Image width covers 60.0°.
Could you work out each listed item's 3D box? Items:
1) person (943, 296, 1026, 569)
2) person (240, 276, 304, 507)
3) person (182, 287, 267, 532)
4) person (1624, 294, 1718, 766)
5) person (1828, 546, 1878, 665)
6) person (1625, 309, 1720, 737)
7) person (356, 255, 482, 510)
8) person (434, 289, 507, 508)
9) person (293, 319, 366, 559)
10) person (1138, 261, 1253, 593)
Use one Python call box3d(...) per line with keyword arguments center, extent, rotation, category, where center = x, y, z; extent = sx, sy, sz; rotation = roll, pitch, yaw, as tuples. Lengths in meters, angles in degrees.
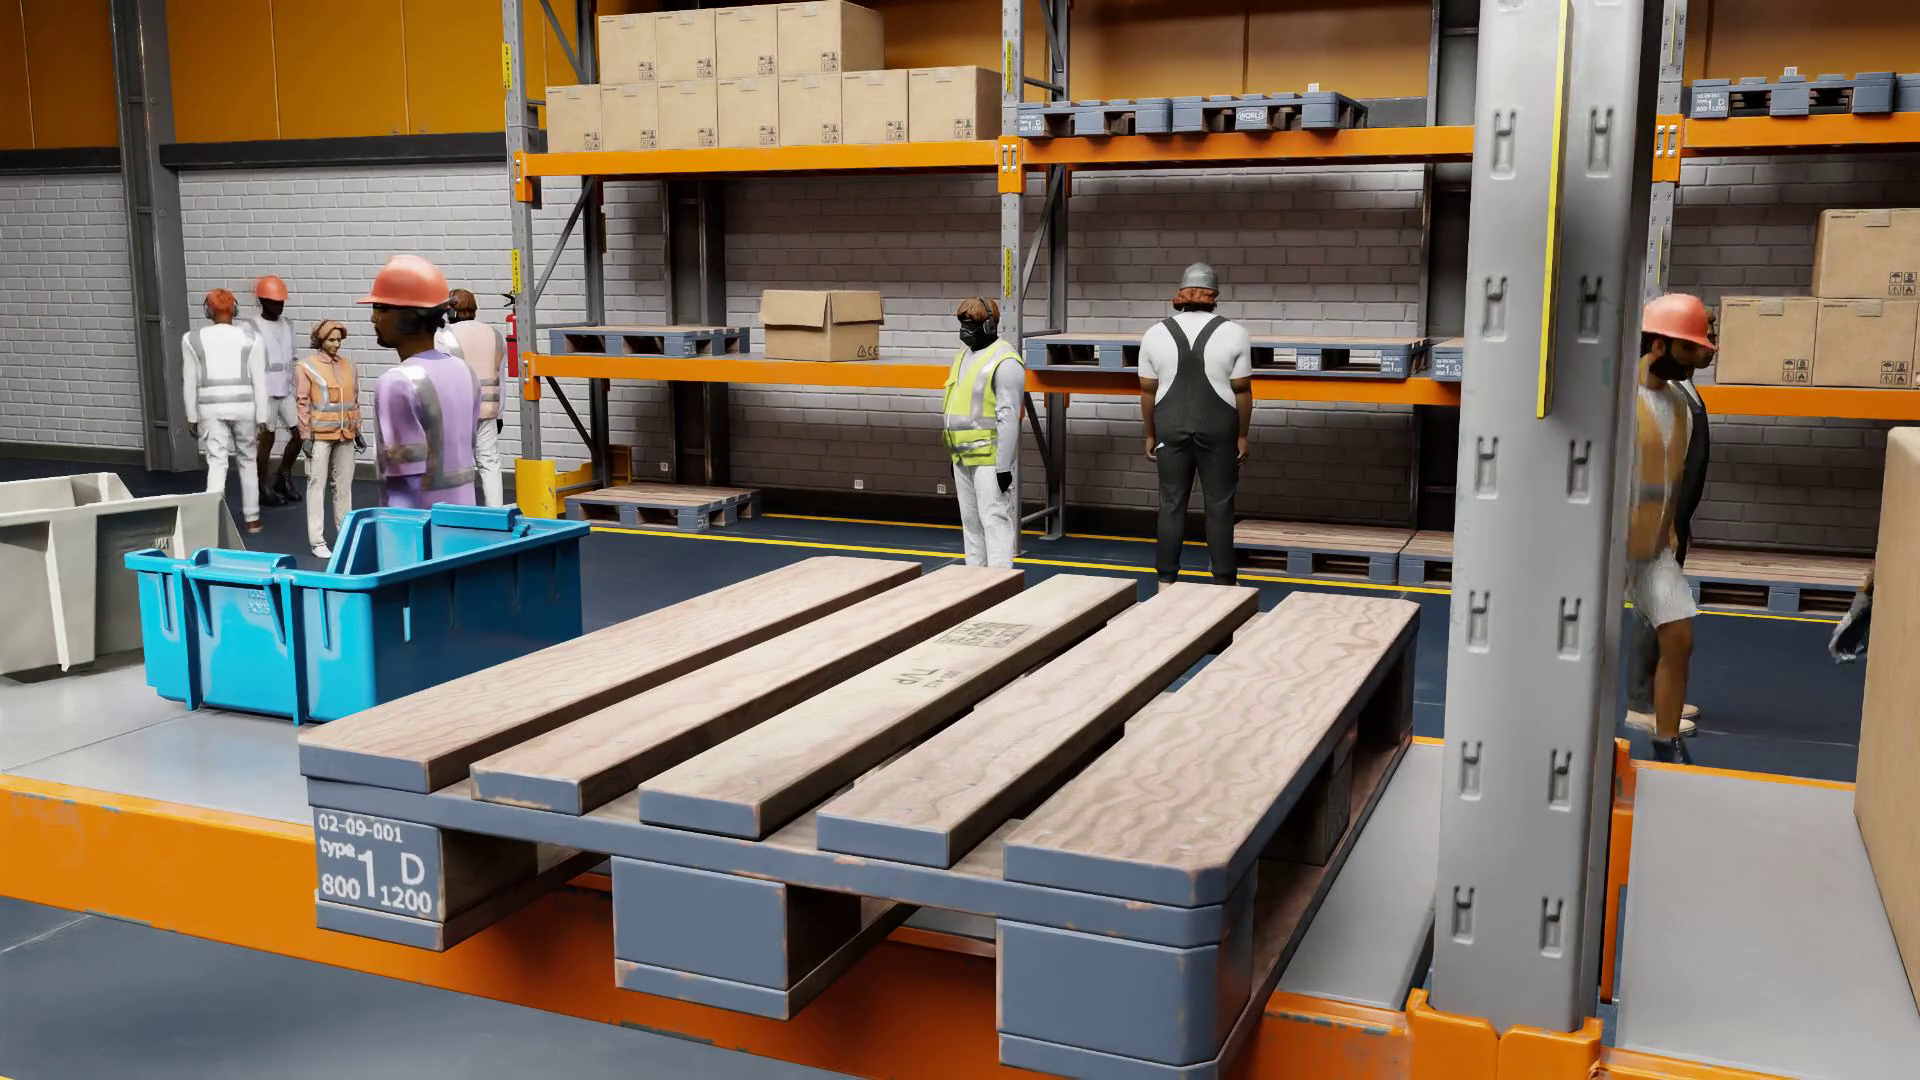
box3d(center=(0.121, -0.464, 9.484), extent=(0.429, 1.837, 0.624), rotation=(-5, 11, -28), category="person")
box3d(center=(-5.666, -1.220, 13.770), extent=(0.498, 1.911, 0.621), rotation=(5, 11, 25), category="person")
box3d(center=(-5.375, -0.917, 12.180), extent=(0.573, 1.855, 0.824), rotation=(-4, 10, -20), category="person")
box3d(center=(2.593, 0.037, 6.260), extent=(0.585, 1.896, 0.823), rotation=(-5, 11, -27), category="person")
box3d(center=(2.962, 0.270, 5.108), extent=(0.931, 1.829, 0.507), rotation=(-1, 10, -4), category="person")
box3d(center=(3.077, -0.089, 7.190), extent=(0.345, 1.846, 0.507), rotation=(5, 11, 28), category="person")
box3d(center=(-1.945, 0.003, 6.032), extent=(0.361, 2.048, 0.614), rotation=(1, 10, 7), category="person")
box3d(center=(-3.592, -0.904, 12.119), extent=(0.429, 1.836, 0.628), rotation=(8, 12, 39), category="person")
box3d(center=(-4.335, -0.700, 11.465), extent=(0.309, 1.640, 0.511), rotation=(5, 11, 29), category="person")
box3d(center=(1.435, -0.661, 10.030), extent=(0.676, 2.000, 0.536), rotation=(3, 10, 19), category="person")
